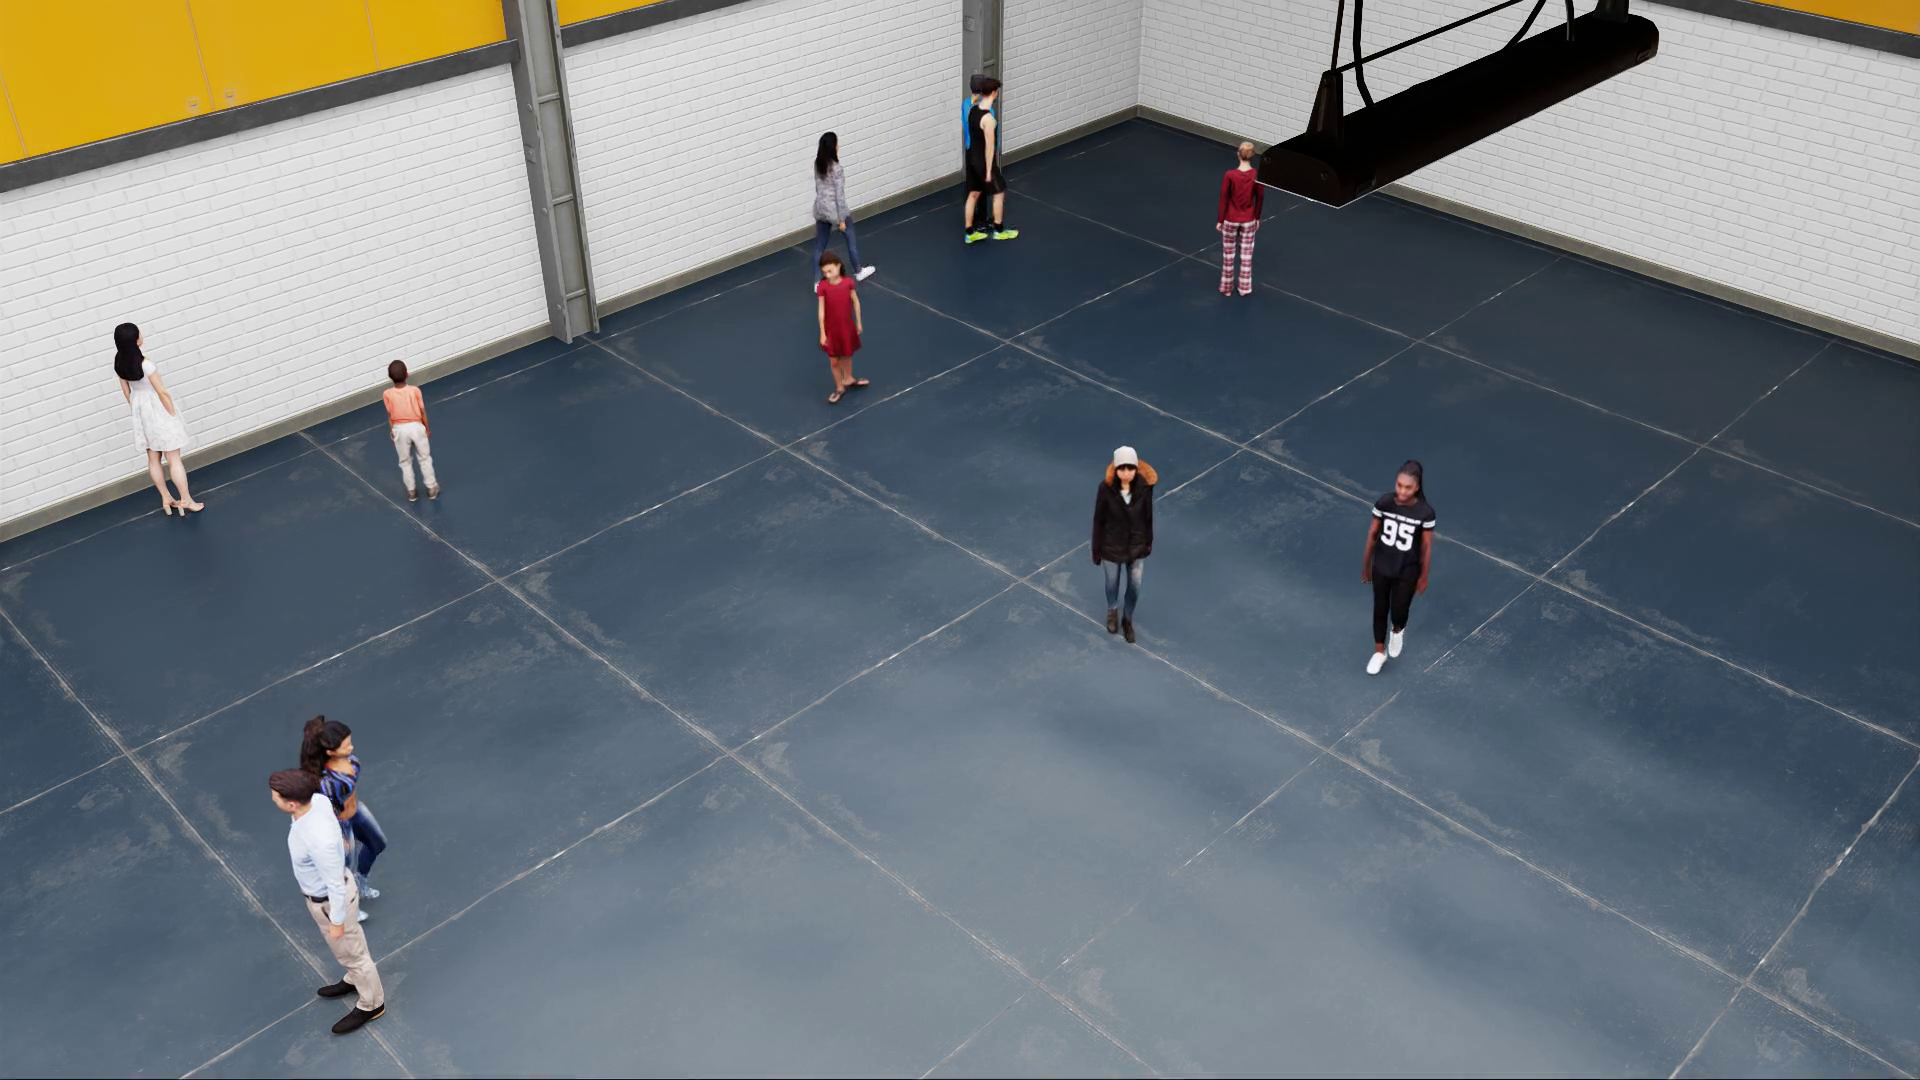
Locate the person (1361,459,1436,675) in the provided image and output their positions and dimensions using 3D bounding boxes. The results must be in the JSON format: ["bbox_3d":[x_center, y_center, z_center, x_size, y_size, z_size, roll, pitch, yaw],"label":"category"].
[{"bbox_3d":[3.206,0.178,12.138,0.709,1.724,0.765,19,38,26],"label":"person"}]

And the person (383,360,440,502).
[{"bbox_3d":[-4.703,-0.933,14.185,0.525,1.309,0.609,-9,35,-14],"label":"person"}]

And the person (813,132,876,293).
[{"bbox_3d":[-1.431,-3.424,17.575,0.681,1.705,0.978,26,42,34],"label":"person"}]

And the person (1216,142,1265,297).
[{"bbox_3d":[2.945,-3.387,17.520,0.662,1.703,0.747,-3,34,-4],"label":"person"}]

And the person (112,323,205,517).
[{"bbox_3d":[-6.715,-1.002,13.867,0.761,1.775,0.789,10,35,14],"label":"person"}]

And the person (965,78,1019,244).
[{"bbox_3d":[0.180,-4.198,18.595,0.902,1.864,0.779,-20,38,-27],"label":"person"}]

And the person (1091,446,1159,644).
[{"bbox_3d":[1.220,-0.025,12.536,0.780,1.621,0.842,-1,34,-2],"label":"person"}]

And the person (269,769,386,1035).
[{"bbox_3d":[-3.530,1.986,9.308,0.694,1.846,0.710,-17,37,-23],"label":"person"}]

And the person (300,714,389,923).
[{"bbox_3d":[-3.741,1.684,9.975,0.817,1.610,0.761,-2,34,-2],"label":"person"}]

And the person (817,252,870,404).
[{"bbox_3d":[-1.122,-2.032,15.643,0.724,1.525,0.848,-20,38,-27],"label":"person"}]

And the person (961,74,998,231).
[{"bbox_3d":[0.210,-4.443,19.026,0.614,1.795,0.507,28,43,35],"label":"person"}]
